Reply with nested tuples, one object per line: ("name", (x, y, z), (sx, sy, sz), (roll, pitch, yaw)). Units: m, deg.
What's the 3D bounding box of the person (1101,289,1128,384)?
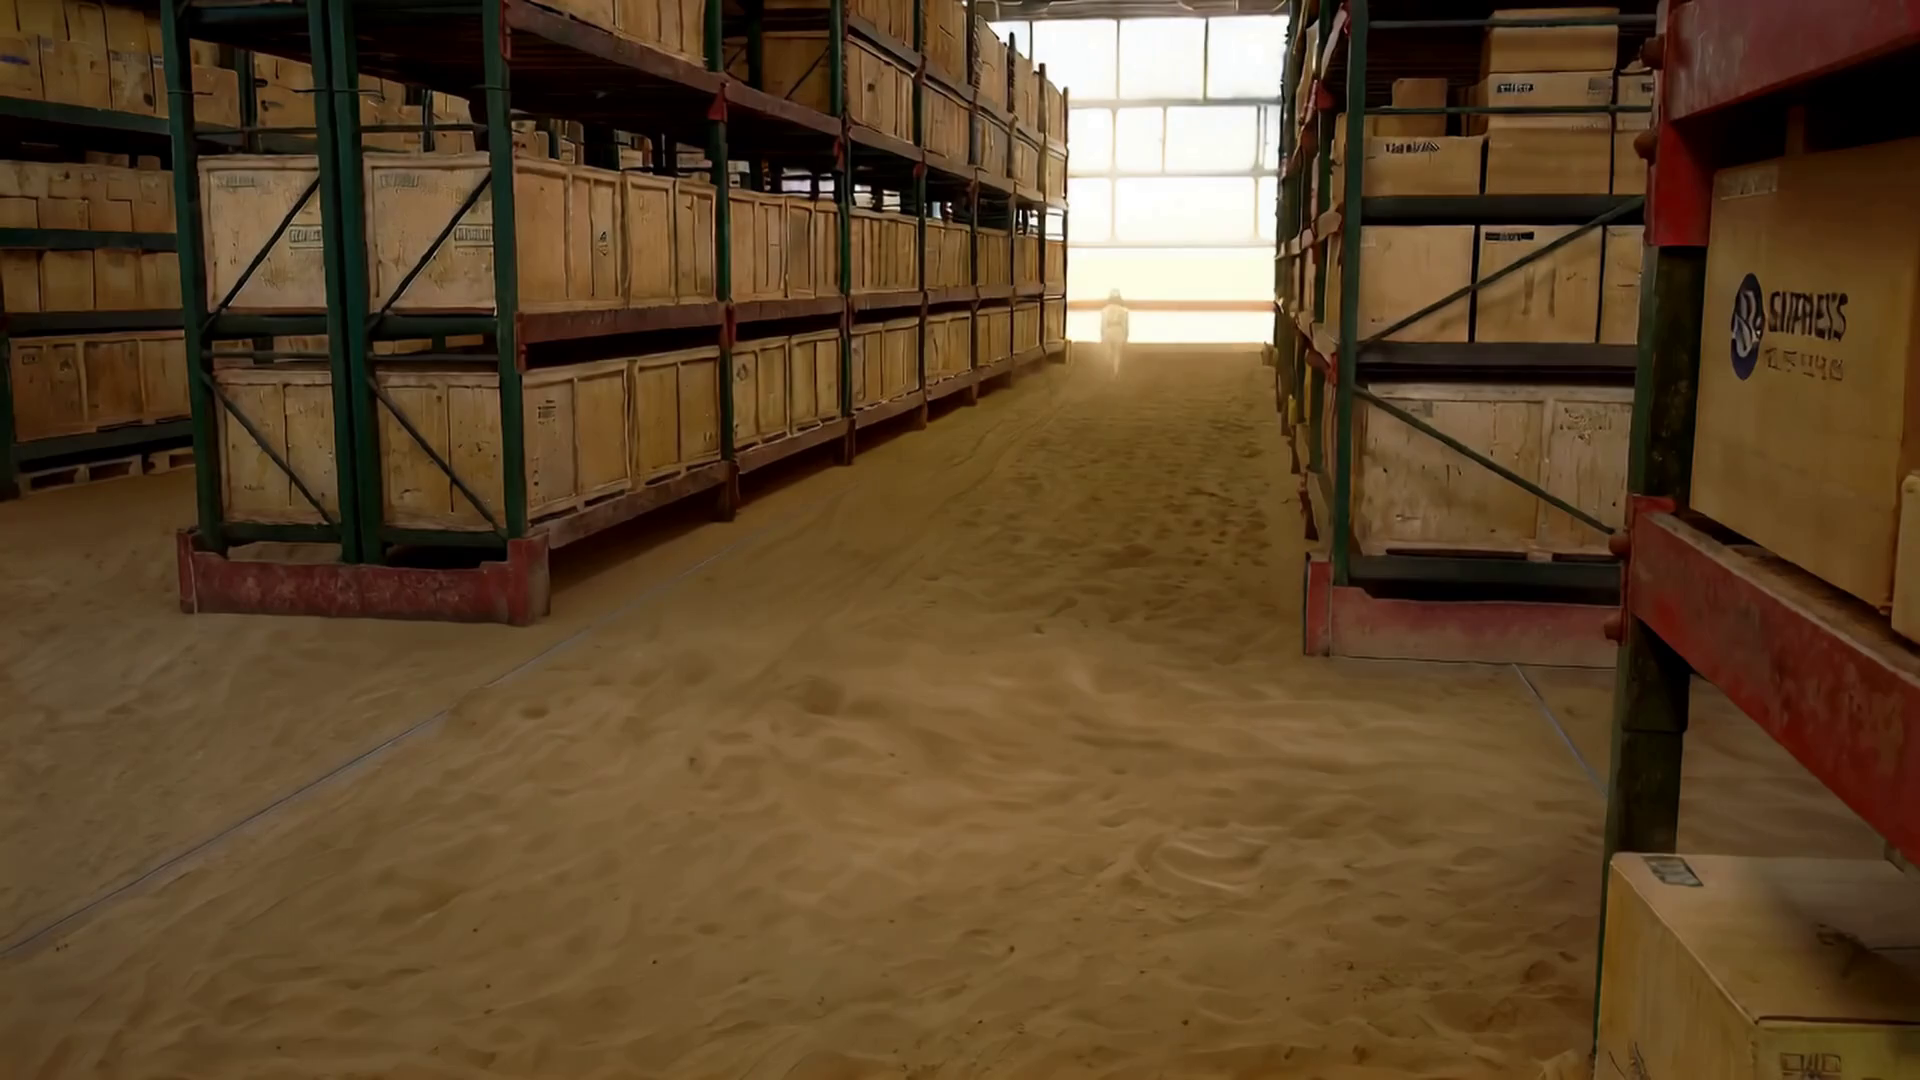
("person", (2.806, -3.693, 30.235), (0.504, 1.703, 0.859), (1, 9, 4))
